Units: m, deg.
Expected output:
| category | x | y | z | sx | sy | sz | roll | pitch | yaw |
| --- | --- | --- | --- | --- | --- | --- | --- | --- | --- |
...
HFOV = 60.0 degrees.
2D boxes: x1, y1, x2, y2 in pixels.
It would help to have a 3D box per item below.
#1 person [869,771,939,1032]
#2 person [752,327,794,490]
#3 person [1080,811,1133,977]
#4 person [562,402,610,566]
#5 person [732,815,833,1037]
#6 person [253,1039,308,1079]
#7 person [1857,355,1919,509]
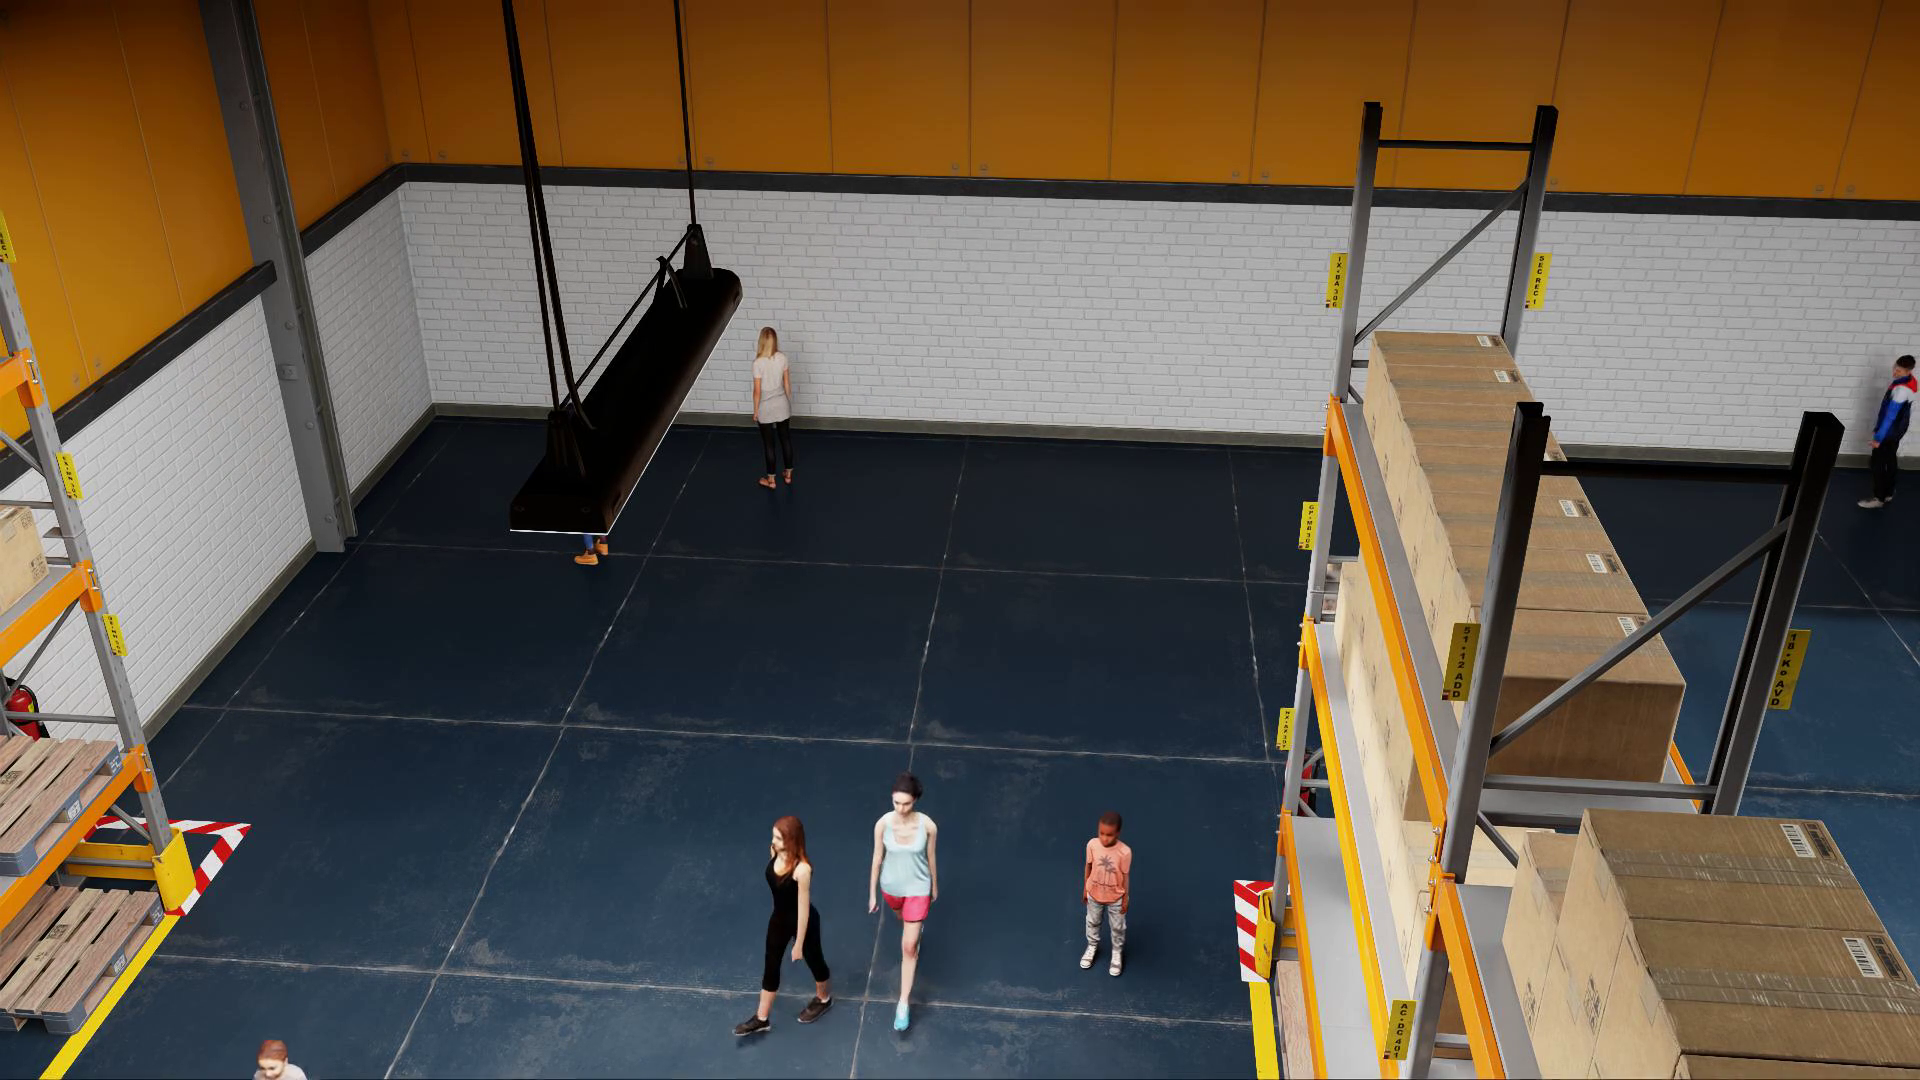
| category | x | y | z | sx | sy | sz | roll | pitch | yaw |
| --- | --- | --- | --- | --- | --- | --- | --- | --- | --- |
| person | -0.356 | 2.295 | 11.144 | 0.621 | 1.721 | 1.205 | 3 | 29 | 6 |
| person | -2.002 | -1.421 | 17.845 | 0.677 | 1.827 | 0.716 | -18 | 33 | -29 |
| person | 1.011 | 2.390 | 11.403 | 0.520 | 1.307 | 0.531 | 11 | 30 | 19 |
| person | -3.724 | -0.571 | 16.408 | 0.735 | 1.711 | 0.592 | 13 | 31 | 22 |
| person | -0.999 | 2.462 | 10.852 | 1.026 | 1.708 | 0.952 | -23 | 36 | -36 |
| person | -3.925 | 3.343 | 9.798 | 0.504 | 1.170 | 0.772 | 4 | 29 | 7 |
| person | 9.833 | -1.160 | 17.467 | 0.805 | 1.731 | 0.965 | -23 | 36 | -35 |
